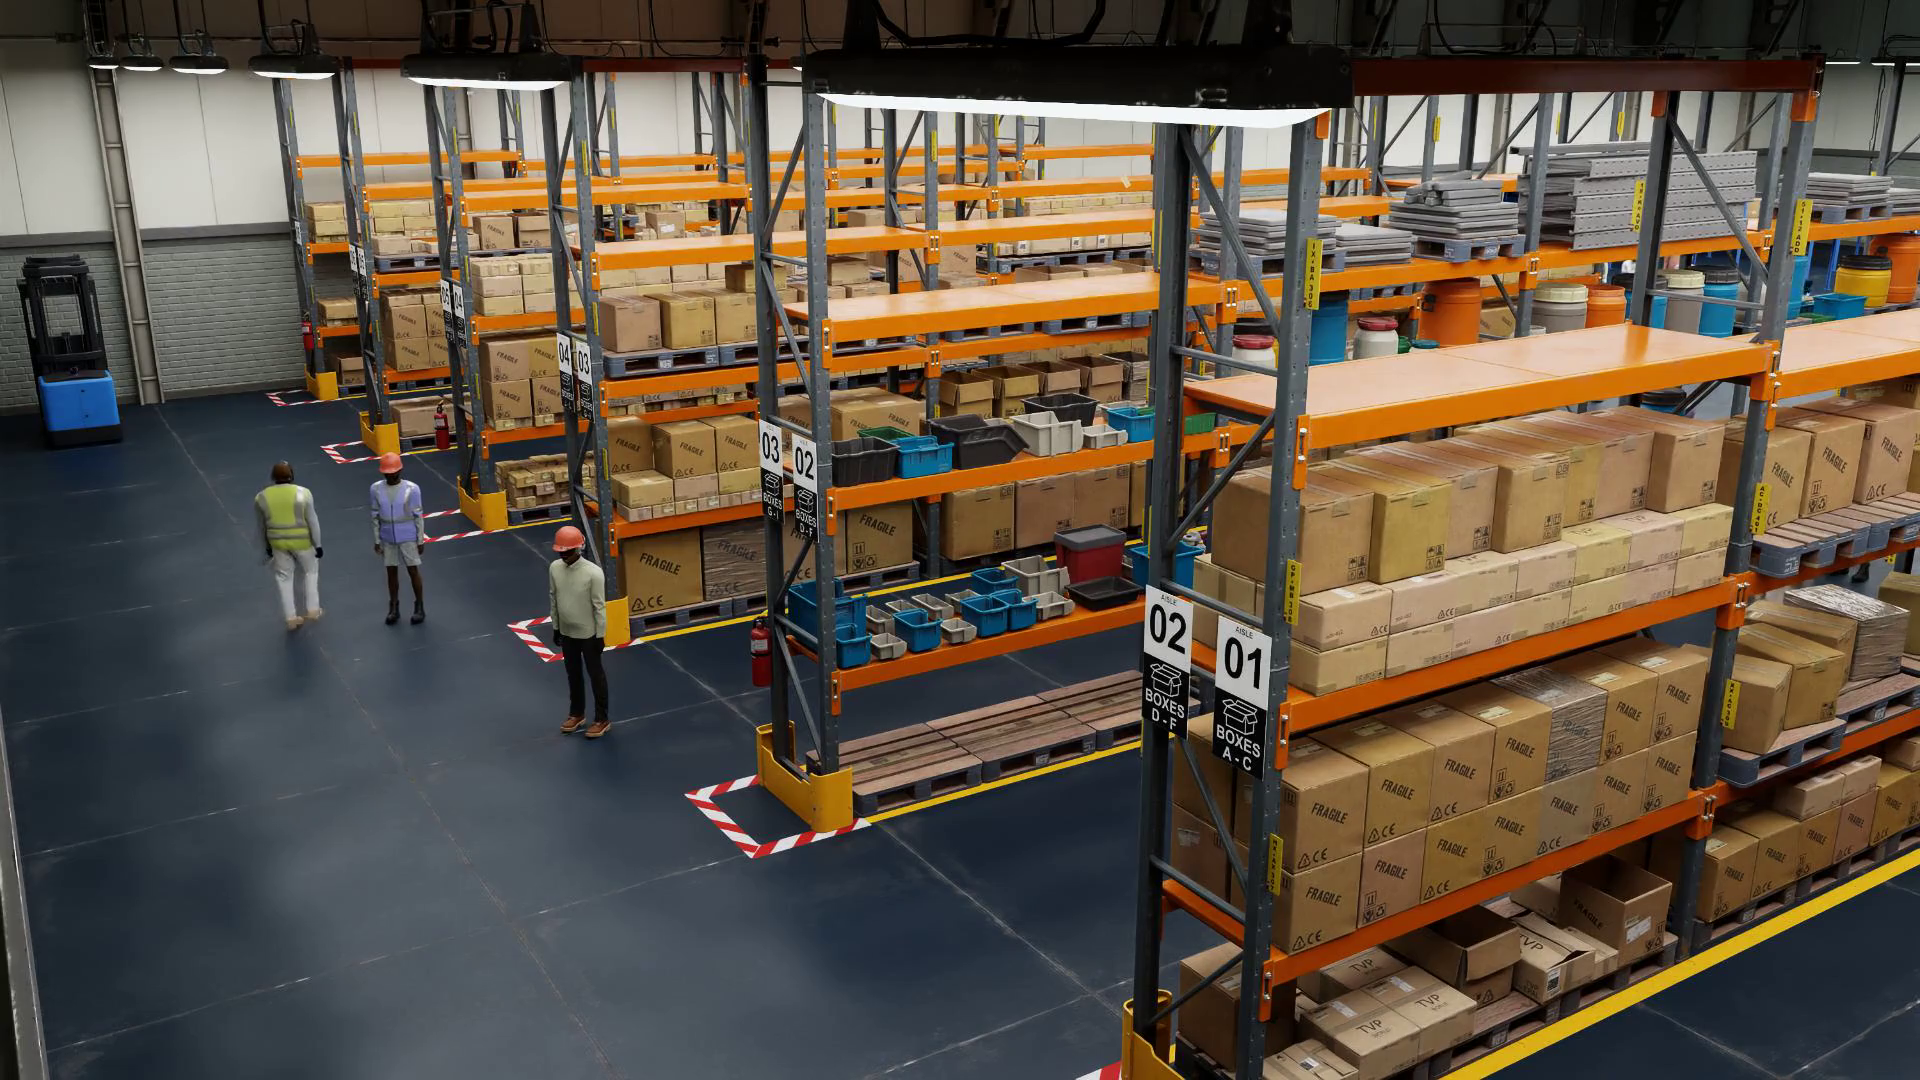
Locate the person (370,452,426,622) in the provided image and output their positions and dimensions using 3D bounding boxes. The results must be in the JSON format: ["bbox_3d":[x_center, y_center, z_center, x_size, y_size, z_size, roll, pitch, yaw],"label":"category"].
[{"bbox_3d":[-6.134,-0.027,17.245,0.550,1.928,0.387,0,17,-1],"label":"person"}]

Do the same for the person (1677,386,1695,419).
[{"bbox_3d":[9.484,-1.245,21.212,0.372,1.940,0.632,-10,20,-30],"label":"person"}]

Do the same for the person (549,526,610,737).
[{"bbox_3d":[-3.478,0.818,14.369,0.614,1.987,0.407,8,19,26],"label":"person"}]

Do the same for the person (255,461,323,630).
[{"bbox_3d":[-7.267,0.033,17.205,0.670,1.826,0.686,-1,17,-3],"label":"person"}]

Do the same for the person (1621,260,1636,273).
[{"bbox_3d":[15.302,-5.738,36.011,0.555,1.900,0.909,13,22,37],"label":"person"}]

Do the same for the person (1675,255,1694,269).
[{"bbox_3d":[16.301,-5.590,35.572,0.514,1.873,0.329,4,18,14],"label":"person"}]

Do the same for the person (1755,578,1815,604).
[{"bbox_3d":[8.097,0.668,15.479,0.410,1.621,0.515,-13,21,-37],"label":"person"}]

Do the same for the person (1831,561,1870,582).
[{"bbox_3d":[10.695,-0.473,18.685,0.373,1.934,0.551,-10,19,-29],"label":"person"}]

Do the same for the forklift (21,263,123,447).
[{"bbox_3d":[-14.518,-3.079,25.708,1.129,2.768,1.873,-10,20,-31],"label":"forklift"}]

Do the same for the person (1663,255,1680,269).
[{"bbox_3d":[17.273,-6.401,38.072,0.642,1.961,0.837,9,19,26],"label":"person"}]

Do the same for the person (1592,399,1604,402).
[{"bbox_3d":[11.725,-3.377,28.529,0.701,1.739,0.561,-9,19,-27],"label":"person"}]

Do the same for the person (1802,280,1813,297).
[{"bbox_3d":[17.292,-4.502,32.357,0.820,1.655,0.547,14,22,39],"label":"person"}]

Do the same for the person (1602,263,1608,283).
[{"bbox_3d":[17.801,-8.059,43.690,0.520,1.865,0.318,-8,19,-24],"label":"person"}]

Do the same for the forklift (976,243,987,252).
[{"bbox_3d":[0.988,-5.474,34.718,1.214,2.155,2.313,-10,20,-31],"label":"forklift"}]
